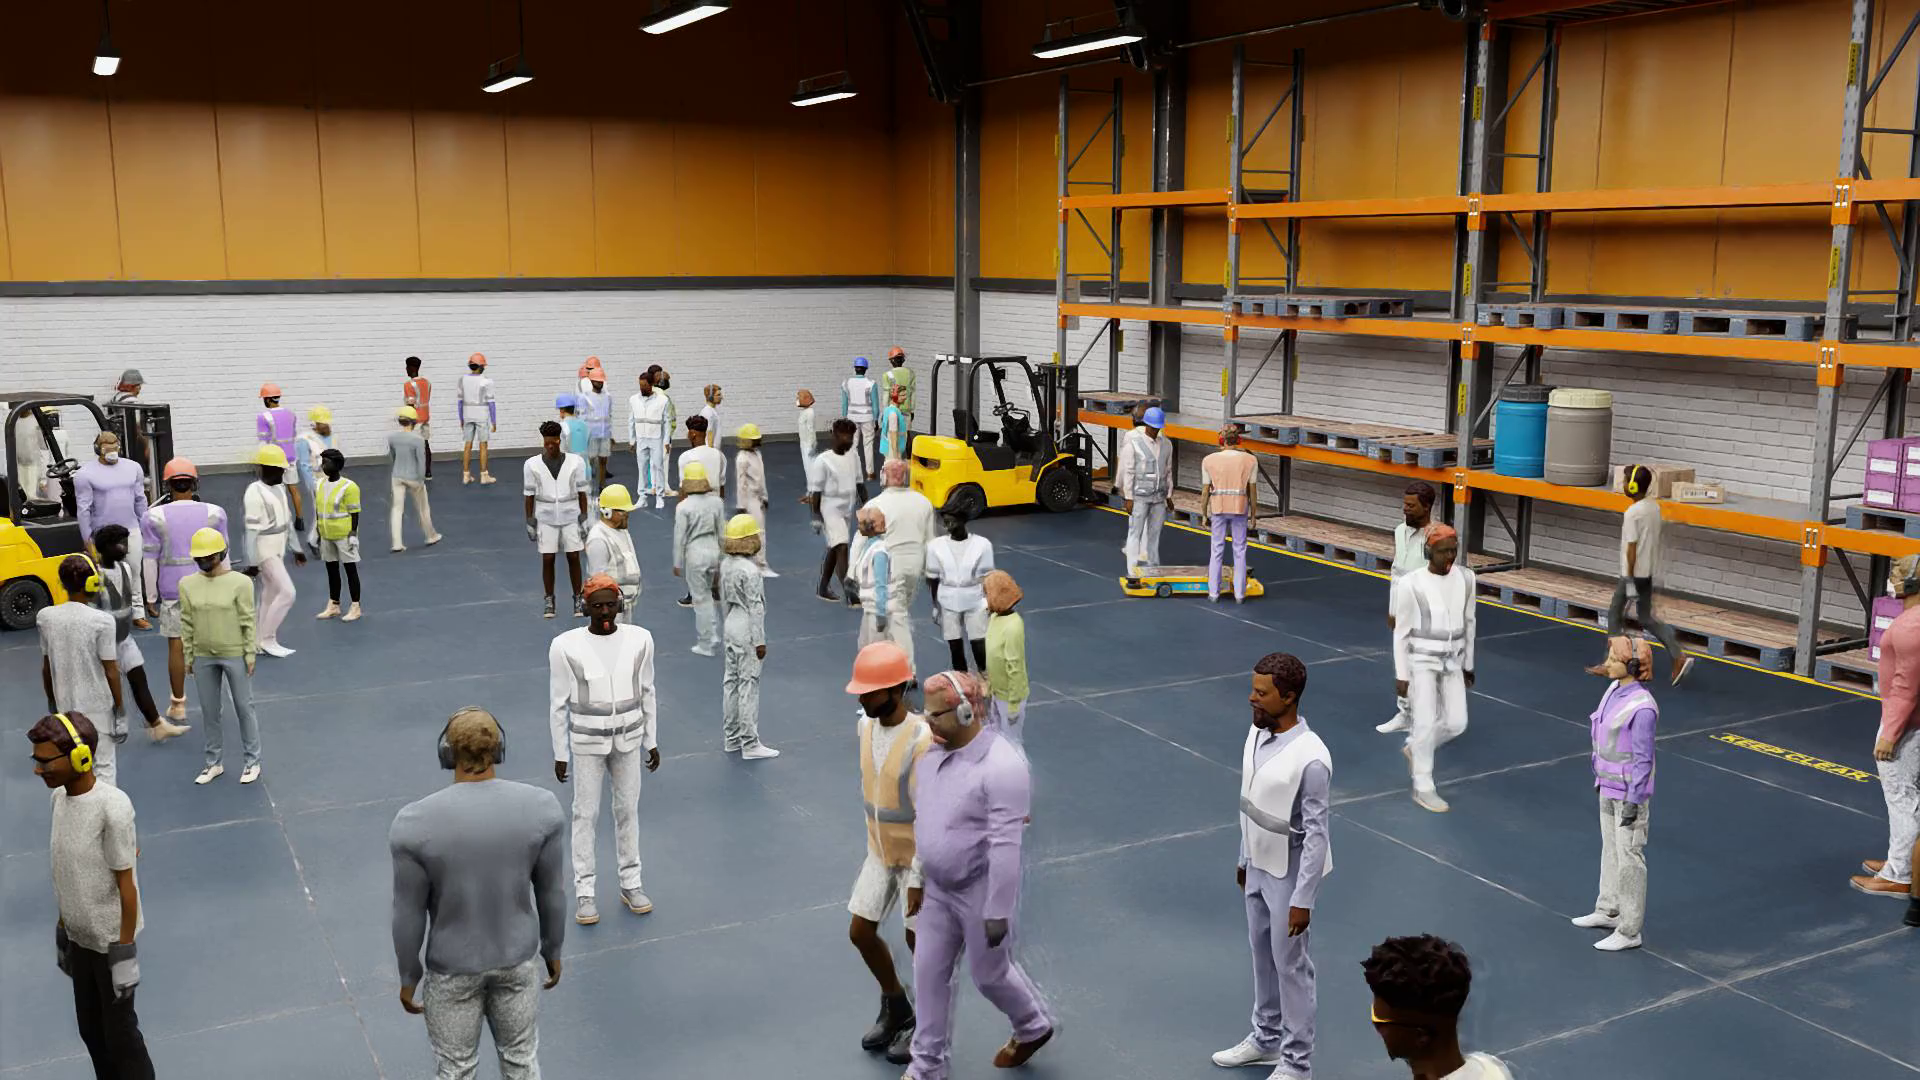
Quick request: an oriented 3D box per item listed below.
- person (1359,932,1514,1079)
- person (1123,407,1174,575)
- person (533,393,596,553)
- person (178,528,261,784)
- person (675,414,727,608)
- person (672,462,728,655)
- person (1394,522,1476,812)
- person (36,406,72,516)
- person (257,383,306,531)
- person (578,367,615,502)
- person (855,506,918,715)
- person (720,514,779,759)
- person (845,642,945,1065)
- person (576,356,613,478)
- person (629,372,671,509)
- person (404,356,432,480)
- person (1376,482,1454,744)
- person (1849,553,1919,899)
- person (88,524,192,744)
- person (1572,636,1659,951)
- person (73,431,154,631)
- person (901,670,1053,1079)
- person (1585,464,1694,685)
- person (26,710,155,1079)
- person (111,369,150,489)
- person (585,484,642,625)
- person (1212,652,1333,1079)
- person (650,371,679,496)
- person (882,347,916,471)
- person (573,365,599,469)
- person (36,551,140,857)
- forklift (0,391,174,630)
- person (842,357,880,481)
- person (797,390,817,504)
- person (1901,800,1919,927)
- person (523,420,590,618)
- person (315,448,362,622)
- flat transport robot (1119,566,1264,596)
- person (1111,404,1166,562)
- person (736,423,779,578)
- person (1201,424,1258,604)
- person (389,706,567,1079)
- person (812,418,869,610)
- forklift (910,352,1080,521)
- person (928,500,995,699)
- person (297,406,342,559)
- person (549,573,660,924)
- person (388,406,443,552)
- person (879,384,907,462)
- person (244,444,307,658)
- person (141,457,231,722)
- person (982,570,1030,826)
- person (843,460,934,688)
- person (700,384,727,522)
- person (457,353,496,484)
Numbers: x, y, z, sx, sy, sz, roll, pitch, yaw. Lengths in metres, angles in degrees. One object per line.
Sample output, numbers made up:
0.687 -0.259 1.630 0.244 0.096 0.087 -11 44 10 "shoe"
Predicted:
1.108 1.903 4.211 0.814 1.928 0.652 9 13 41 "person"
2.027 -0.460 17.804 0.603 1.938 0.401 -5 11 -26 "person"
-4.708 -0.792 19.835 0.971 1.895 0.628 6 12 33 "person"
-4.983 0.780 11.192 0.517 1.759 0.333 0 10 2 "person"
-2.618 -0.291 16.807 0.387 1.949 0.629 7 12 35 "person"
-2.328 0.164 14.796 0.508 1.724 0.415 -10 14 -44 "person"
3.032 0.798 10.743 0.608 1.871 0.497 -3 10 -18 "person"
-10.876 -0.748 19.967 0.329 1.765 0.526 1 10 6 "person"
-8.696 -1.036 21.193 0.424 1.924 0.560 6 12 32 "person"
-5.185 -1.509 23.852 0.378 1.933 0.551 9 13 43 "person"
-0.596 0.542 12.927 0.430 1.625 0.547 -2 10 -12 "person"
-1.519 0.678 11.811 0.289 1.746 0.486 -7 12 -35 "person"
-0.274 1.377 7.304 0.477 1.914 0.580 -9 13 -43 "person"
-5.767 -1.924 26.234 0.542 1.938 0.358 2 10 14 "person"
-4.330 -1.392 23.243 0.592 1.912 0.377 2 10 9 "person"
-8.461 -1.880 25.903 0.367 1.966 0.606 2 10 12 "person"
3.371 0.524 12.198 0.376 1.917 0.600 -4 11 -24 "person"
5.257 1.025 9.252 0.371 1.941 0.627 9 13 42 "person"
-6.101 0.708 11.916 0.797 1.643 0.581 2 10 14 "person"
3.408 1.293 8.568 0.311 1.642 0.514 0 10 2 "person"
-7.925 -0.071 15.606 0.381 1.929 0.636 8 13 38 "person"
0.059 1.446 7.068 0.818 1.874 0.684 -9 13 -41 "person"
5.675 0.292 13.775 0.507 1.839 0.812 -7 12 -35 "person"
-3.342 1.562 6.418 0.526 1.857 0.343 7 12 34 "person"
-11.076 -1.306 22.382 0.690 2.000 0.537 9 13 41 "person"
-2.653 0.472 12.795 0.403 1.819 0.600 1 10 6 "person"
1.363 1.413 7.079 0.392 1.920 0.587 -3 10 -16 "person"
-4.375 -1.561 24.431 0.429 1.840 0.633 -6 11 -30 "person"
-1.010 -2.121 27.093 0.605 2.035 0.384 -6 11 -30 "person"
-6.089 -2.015 27.342 0.574 1.731 0.582 7 12 34 "person"
-5.079 0.994 9.668 0.511 1.862 0.325 2 10 9 "person"
-9.026 -0.363 16.508 1.214 2.155 2.313 6 11 29 "forklift"
-1.545 -1.893 26.055 0.602 1.939 0.397 3 10 15 "person"
-2.183 -1.333 23.742 0.278 1.628 0.505 -3 10 -17 "person"
5.244 1.146 8.617 0.400 1.926 0.547 -3 10 -15 "person"
-3.952 -0.204 16.307 0.615 1.951 0.388 -2 10 -14 "person"
-6.041 -0.049 16.132 0.530 1.697 0.321 4 11 23 "person"
2.426 0.423 17.519 1.431 0.197 0.652 0 10 -1 "flat transport robot"
2.078 -0.672 19.384 0.630 1.837 0.581 -9 13 -41 "person"
-2.334 -0.448 18.368 0.700 1.715 0.499 3 10 17 "person"
2.735 -0.255 16.928 0.559 1.836 0.394 2 10 9 "person"
-1.770 1.565 6.186 0.634 1.930 0.384 -5 11 -27 "person"
-1.132 -0.264 16.776 0.962 1.909 0.600 7 12 36 "person"
0.460 -1.461 22.833 2.313 2.155 1.214 -5 11 -28 "forklift"
0.012 0.508 12.988 0.526 1.671 0.404 1 10 8 "person"
-7.365 -0.650 19.250 0.457 1.809 0.603 4 11 24 "person"
-1.901 1.107 8.942 0.584 1.882 0.347 -5 11 -28 "person"
-6.607 -0.746 20.056 0.540 1.730 0.877 2 10 13 "person"
-0.879 -1.129 21.926 0.373 1.843 0.571 -1 10 -4 "person"
-6.061 0.103 14.681 0.455 1.904 0.584 -1 10 -4 "person"
-5.911 0.377 12.743 0.611 2.030 0.410 -7 12 -34 "person"
0.291 0.987 10.401 0.306 1.622 0.505 -2 10 -14 "person"
-0.594 0.260 13.883 0.698 1.846 0.981 -6 12 -32 "person"
-3.278 -1.138 21.979 0.342 1.845 0.506 -2 10 -9 "person"
-7.457 -1.876 25.727 0.620 2.029 0.454 2 10 10 "person"
